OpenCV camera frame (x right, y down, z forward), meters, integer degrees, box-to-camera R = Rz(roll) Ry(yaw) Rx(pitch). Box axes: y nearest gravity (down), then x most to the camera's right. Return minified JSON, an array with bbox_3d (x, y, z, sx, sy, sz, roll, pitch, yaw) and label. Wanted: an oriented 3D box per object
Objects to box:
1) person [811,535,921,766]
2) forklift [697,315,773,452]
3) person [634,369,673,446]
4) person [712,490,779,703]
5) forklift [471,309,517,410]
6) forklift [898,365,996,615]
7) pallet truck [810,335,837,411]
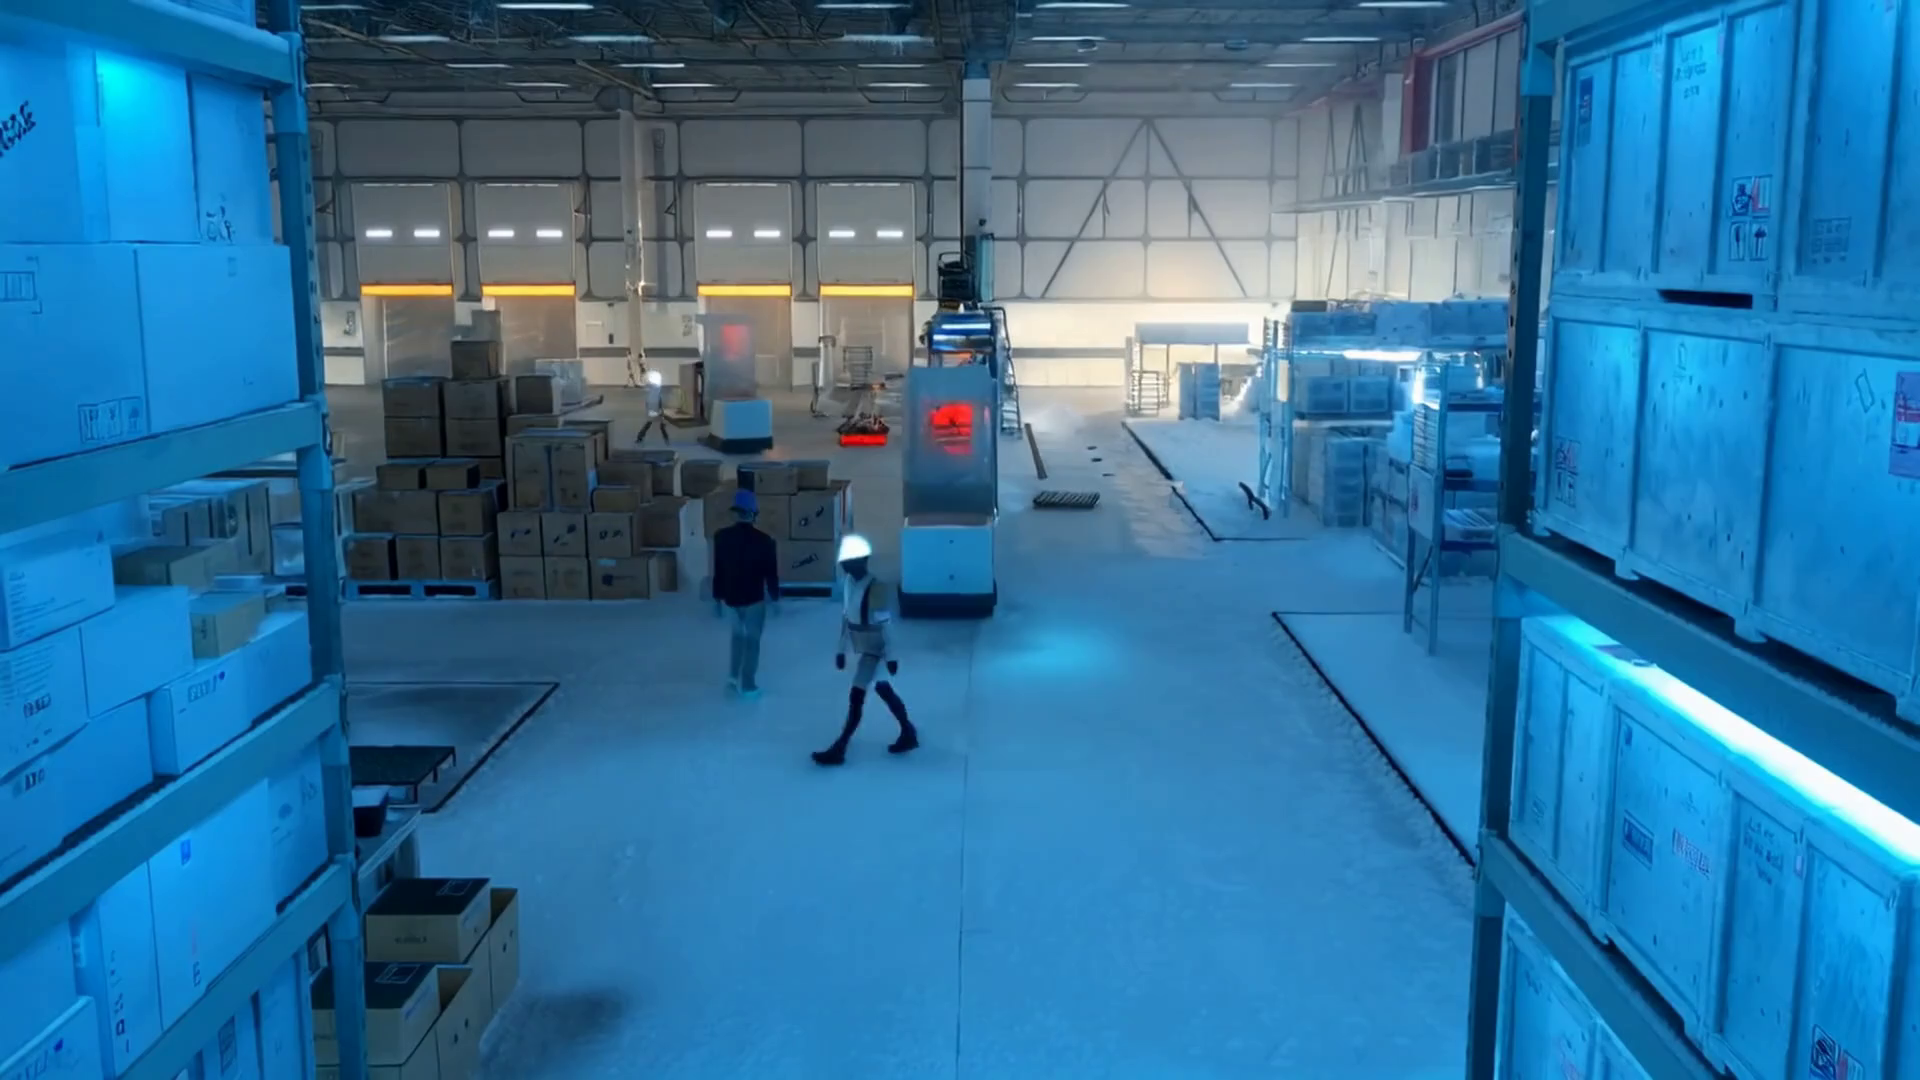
[{"bbox_3d":[-0.742,0.875,13.558,1.013,1.878,0.555,-5,11,-28],"label":"person"},{"bbox_3d":[-4.720,-3.316,34.835,1.129,2.768,1.873,-5,11,-25],"label":"forklift"},{"bbox_3d":[-6.571,-2.815,35.484,0.842,1.660,0.531,-9,13,-42],"label":"person"},{"bbox_3d":[-1.952,0.515,15.346,0.635,1.974,0.475,4,11,23],"label":"person"},{"bbox_3d":[-10.871,-3.933,38.391,1.873,2.768,1.129,1,10,7],"label":"forklift"},{"bbox_3d":[-0.141,-0.641,19.399,1.129,2.768,1.873,0,10,1],"label":"forklift"},{"bbox_3d":[-3.021,-4.312,43.126,1.885,1.965,0.823,3,10,17],"label":"pallet truck"}]
